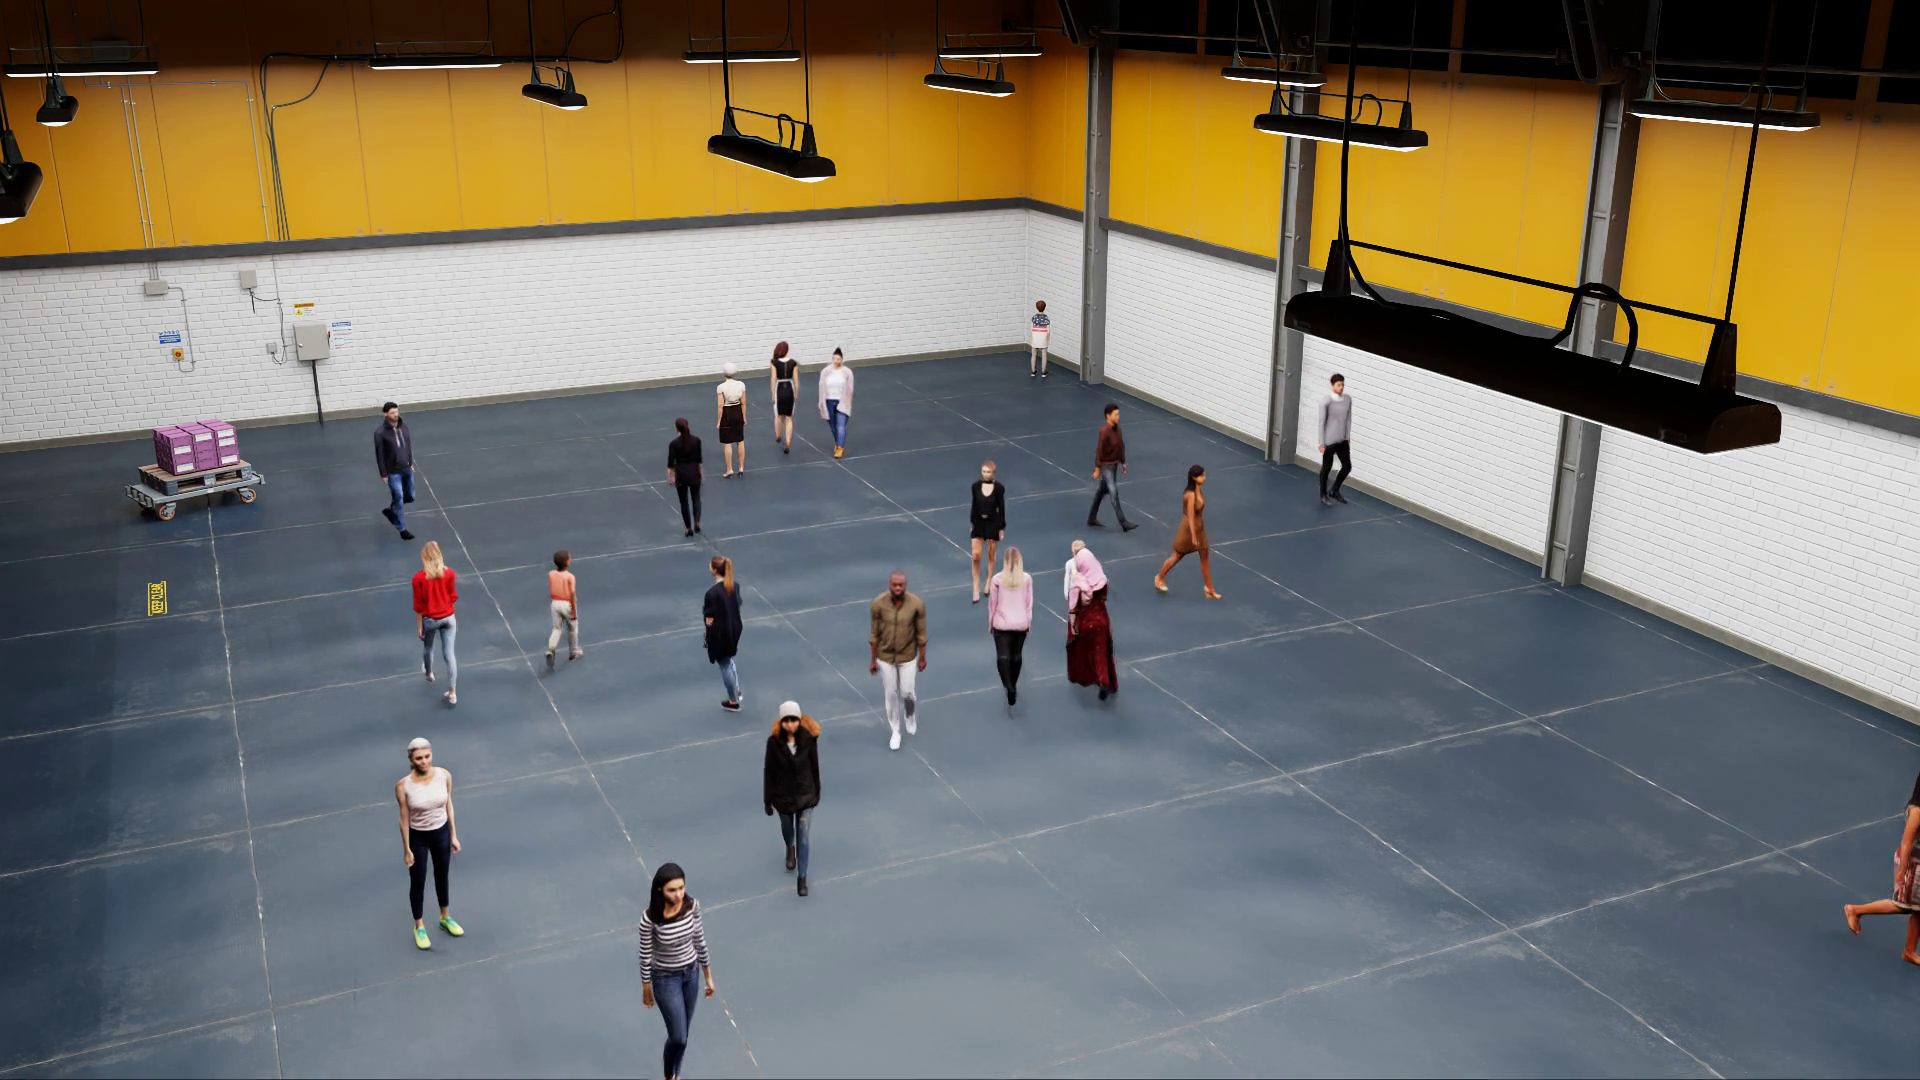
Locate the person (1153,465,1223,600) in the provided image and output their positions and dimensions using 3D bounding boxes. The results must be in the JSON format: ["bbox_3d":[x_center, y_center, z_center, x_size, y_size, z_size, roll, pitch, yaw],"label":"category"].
[{"bbox_3d":[2.690,-0.078,19.969,1.137,1.646,1.000,10,21,26],"label":"person"}]

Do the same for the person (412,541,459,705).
[{"bbox_3d":[-5.332,0.885,17.099,0.697,1.653,1.131,-11,21,-29],"label":"person"}]

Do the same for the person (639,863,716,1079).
[{"bbox_3d":[-1.910,2.889,10.942,0.673,1.783,0.713,-17,25,-40],"label":"person"}]

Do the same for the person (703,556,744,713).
[{"bbox_3d":[-2.308,0.971,16.817,0.814,1.670,0.759,14,23,35],"label":"person"}]

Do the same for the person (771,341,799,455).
[{"bbox_3d":[-2.731,-2.193,26.056,0.735,1.769,1.062,-5,19,-14],"label":"person"}]

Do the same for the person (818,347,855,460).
[{"bbox_3d":[-1.925,-2.161,26.062,1.065,1.705,1.189,4,19,11],"label":"person"}]

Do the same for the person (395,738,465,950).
[{"bbox_3d":[-4.099,2.300,12.820,0.652,1.701,0.621,-16,24,-39],"label":"person"}]

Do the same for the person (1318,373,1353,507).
[{"bbox_3d":[5.260,-1.442,23.605,0.745,1.910,0.630,-8,20,-23],"label":"person"}]

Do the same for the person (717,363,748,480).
[{"bbox_3d":[-3.412,-1.788,24.873,0.661,1.755,0.556,-11,21,-29],"label":"person"}]

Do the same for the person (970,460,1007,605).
[{"bbox_3d":[0.343,-0.141,19.999,0.860,1.746,0.956,3,19,9],"label":"person"}]

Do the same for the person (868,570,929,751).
[{"bbox_3d":[-0.606,1.115,16.174,0.861,1.807,0.876,1,19,2],"label":"person"}]

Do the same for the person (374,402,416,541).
[{"bbox_3d":[-7.562,-0.944,22.178,1.055,1.877,0.949,11,22,30],"label":"person"}]

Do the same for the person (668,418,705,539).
[{"bbox_3d":[-3.605,-0.801,22.106,0.610,1.651,0.542,-8,20,-23],"label":"person"}]

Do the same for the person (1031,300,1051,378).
[{"bbox_3d":[1.507,-3.811,31.379,0.584,1.438,0.626,4,19,11],"label":"person"}]

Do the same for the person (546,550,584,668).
[{"bbox_3d":[-4.342,0.750,18.055,0.767,1.298,0.854,5,19,15],"label":"person"}]

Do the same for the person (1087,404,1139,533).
[{"bbox_3d":[1.926,-0.975,22.479,1.181,1.743,1.024,12,22,32],"label":"person"}]

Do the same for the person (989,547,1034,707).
[{"bbox_3d":[0.526,0.902,17.030,0.816,1.665,1.056,-2,19,-4],"label":"person"}]

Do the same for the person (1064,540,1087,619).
[{"bbox_3d":[1.351,0.583,18.615,0.645,1.258,0.759,-3,19,-7],"label":"person"}]

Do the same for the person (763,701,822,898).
[{"bbox_3d":[-1.381,2.060,13.705,0.846,1.591,1.123,-2,19,-7],"label":"person"}]

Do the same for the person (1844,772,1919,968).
[{"bbox_3d":[7.152,2.425,12.564,0.751,1.629,0.967,-15,23,-37],"label":"person"}]

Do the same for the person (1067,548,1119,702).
[{"bbox_3d":[1.370,0.886,17.174,0.765,1.602,1.064,-5,19,-14],"label":"person"}]
